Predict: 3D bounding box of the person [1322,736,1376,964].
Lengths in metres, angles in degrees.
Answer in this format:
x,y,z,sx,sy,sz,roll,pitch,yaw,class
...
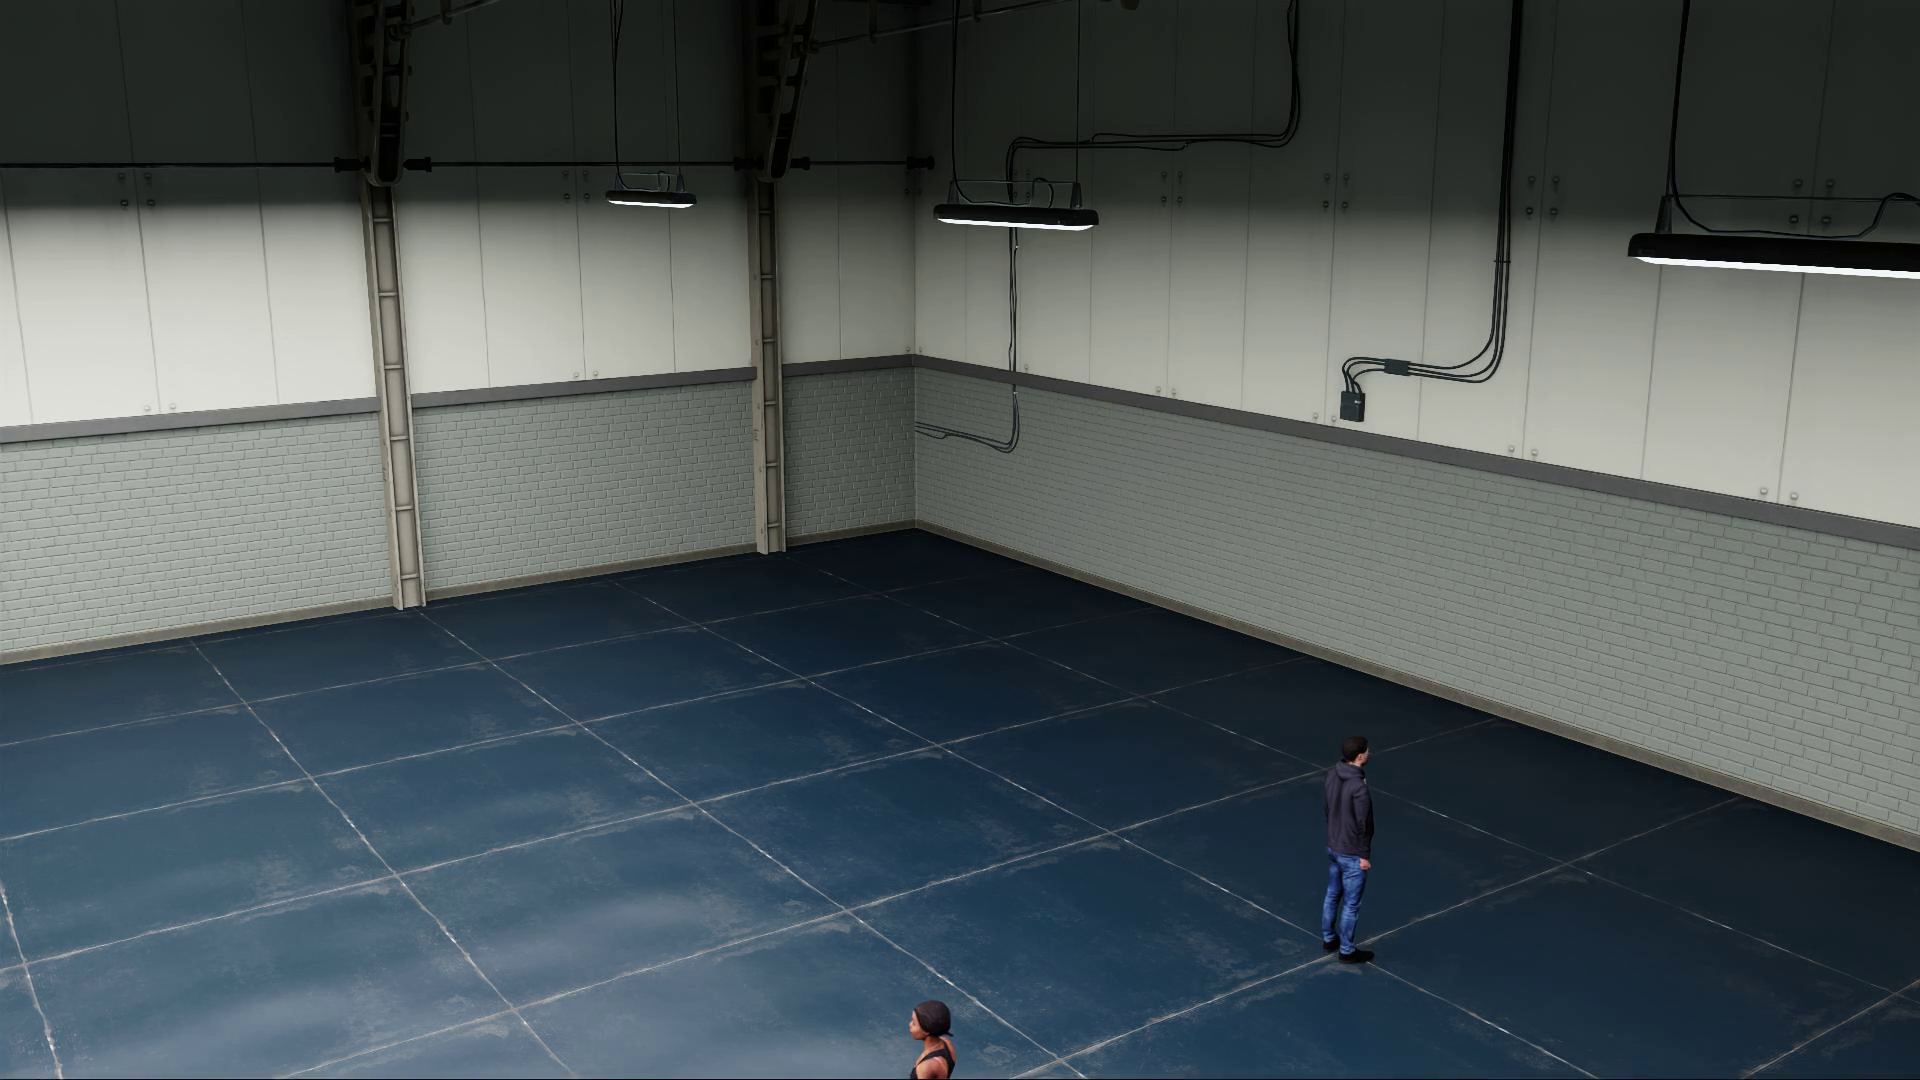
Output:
x,y,z,sx,sy,sz,roll,pitch,yaw,class
3.140,2.494,13.508,0.645,1.895,0.717,-5,14,-22,person

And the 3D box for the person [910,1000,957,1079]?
x,y,z,sx,sy,sz,roll,pitch,yaw,class
-0.136,3.471,9.728,0.716,1.697,0.628,5,14,19,person
